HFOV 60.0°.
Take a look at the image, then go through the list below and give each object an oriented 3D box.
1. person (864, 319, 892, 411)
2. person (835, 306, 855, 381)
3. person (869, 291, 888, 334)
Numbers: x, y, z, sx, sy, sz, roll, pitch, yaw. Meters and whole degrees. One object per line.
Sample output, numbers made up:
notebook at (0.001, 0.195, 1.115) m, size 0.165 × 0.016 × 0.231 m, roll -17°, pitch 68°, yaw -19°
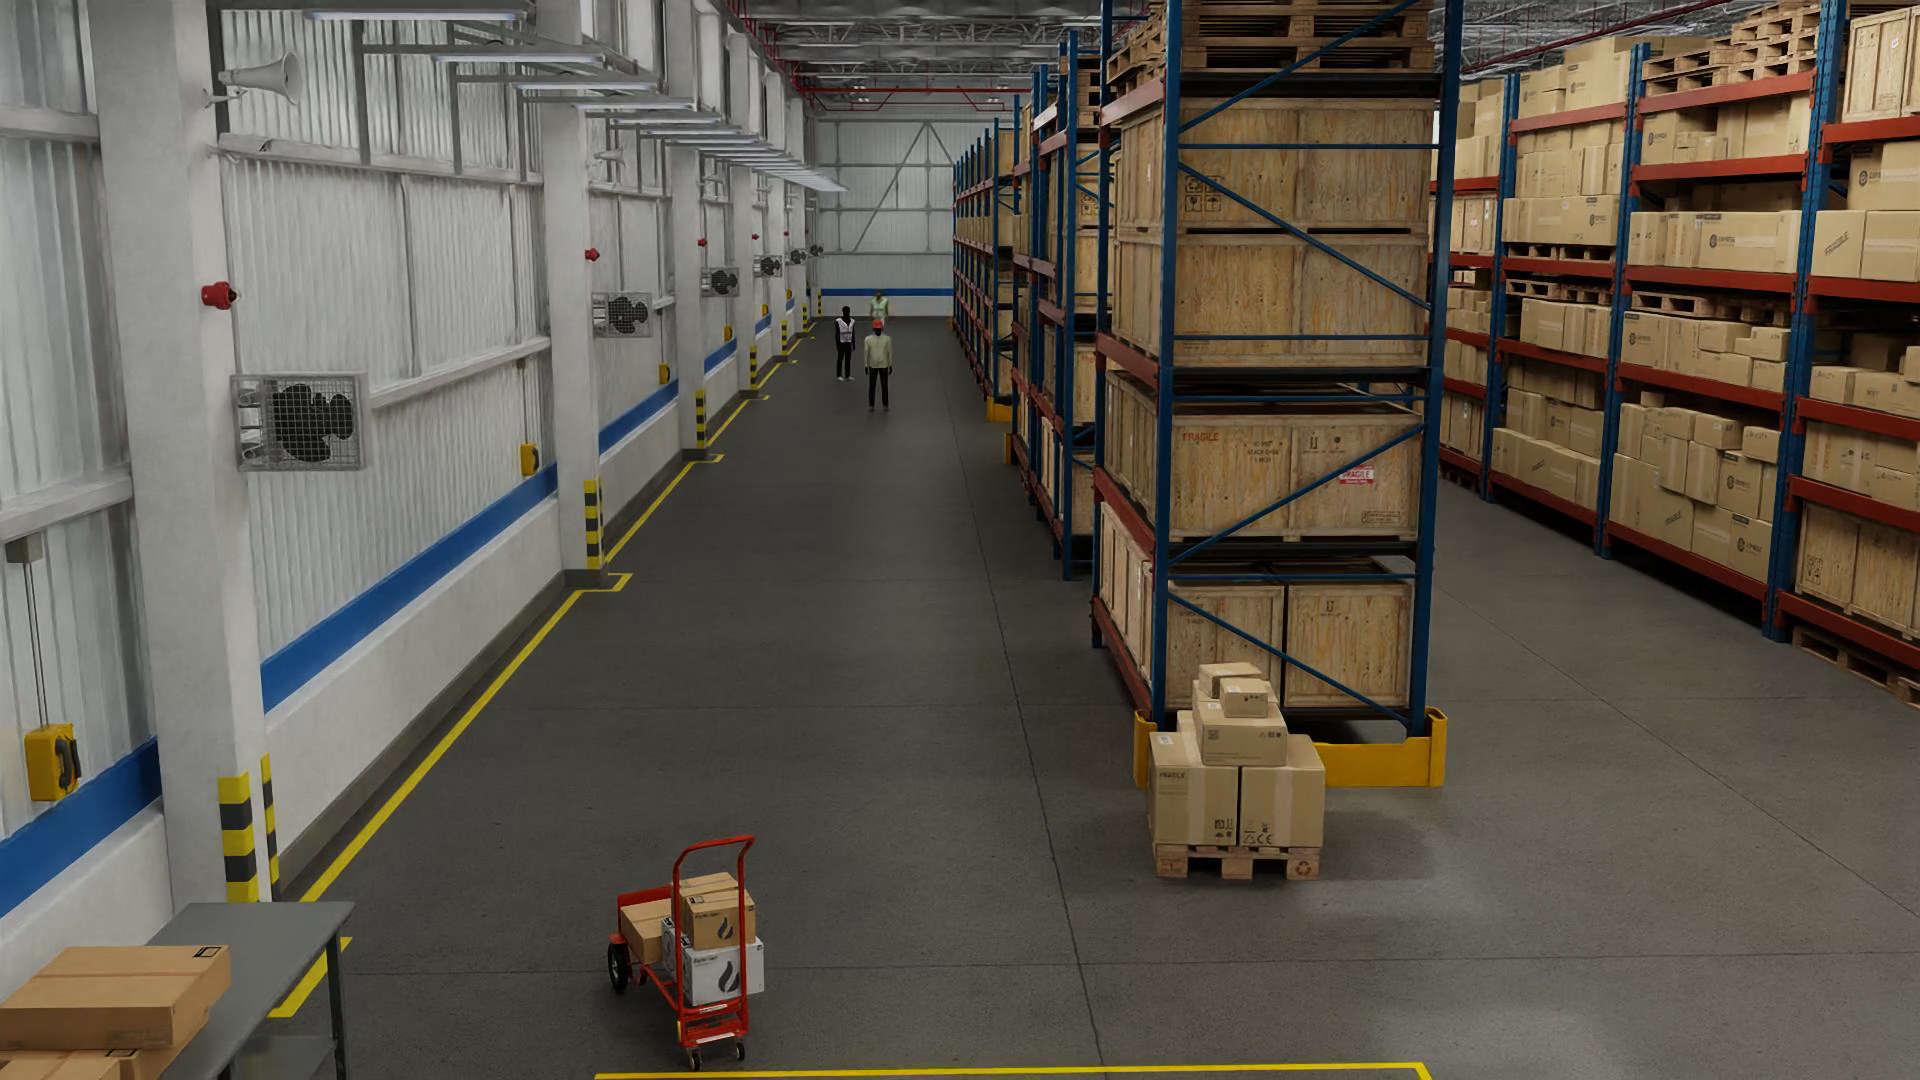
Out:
person at (-1.754, -3.739, 35.648) m, size 0.618 × 1.986 × 0.409 m, roll -1°, pitch 11°, yaw -7°
person at (-2.948, -5.027, 42.546) m, size 0.588 × 1.910 × 0.399 m, roll -9°, pitch 14°, yaw -40°
person at (-2.668, -7.273, 54.527) m, size 0.590 × 1.789 × 0.992 m, roll 2°, pitch 11°, yaw 9°
